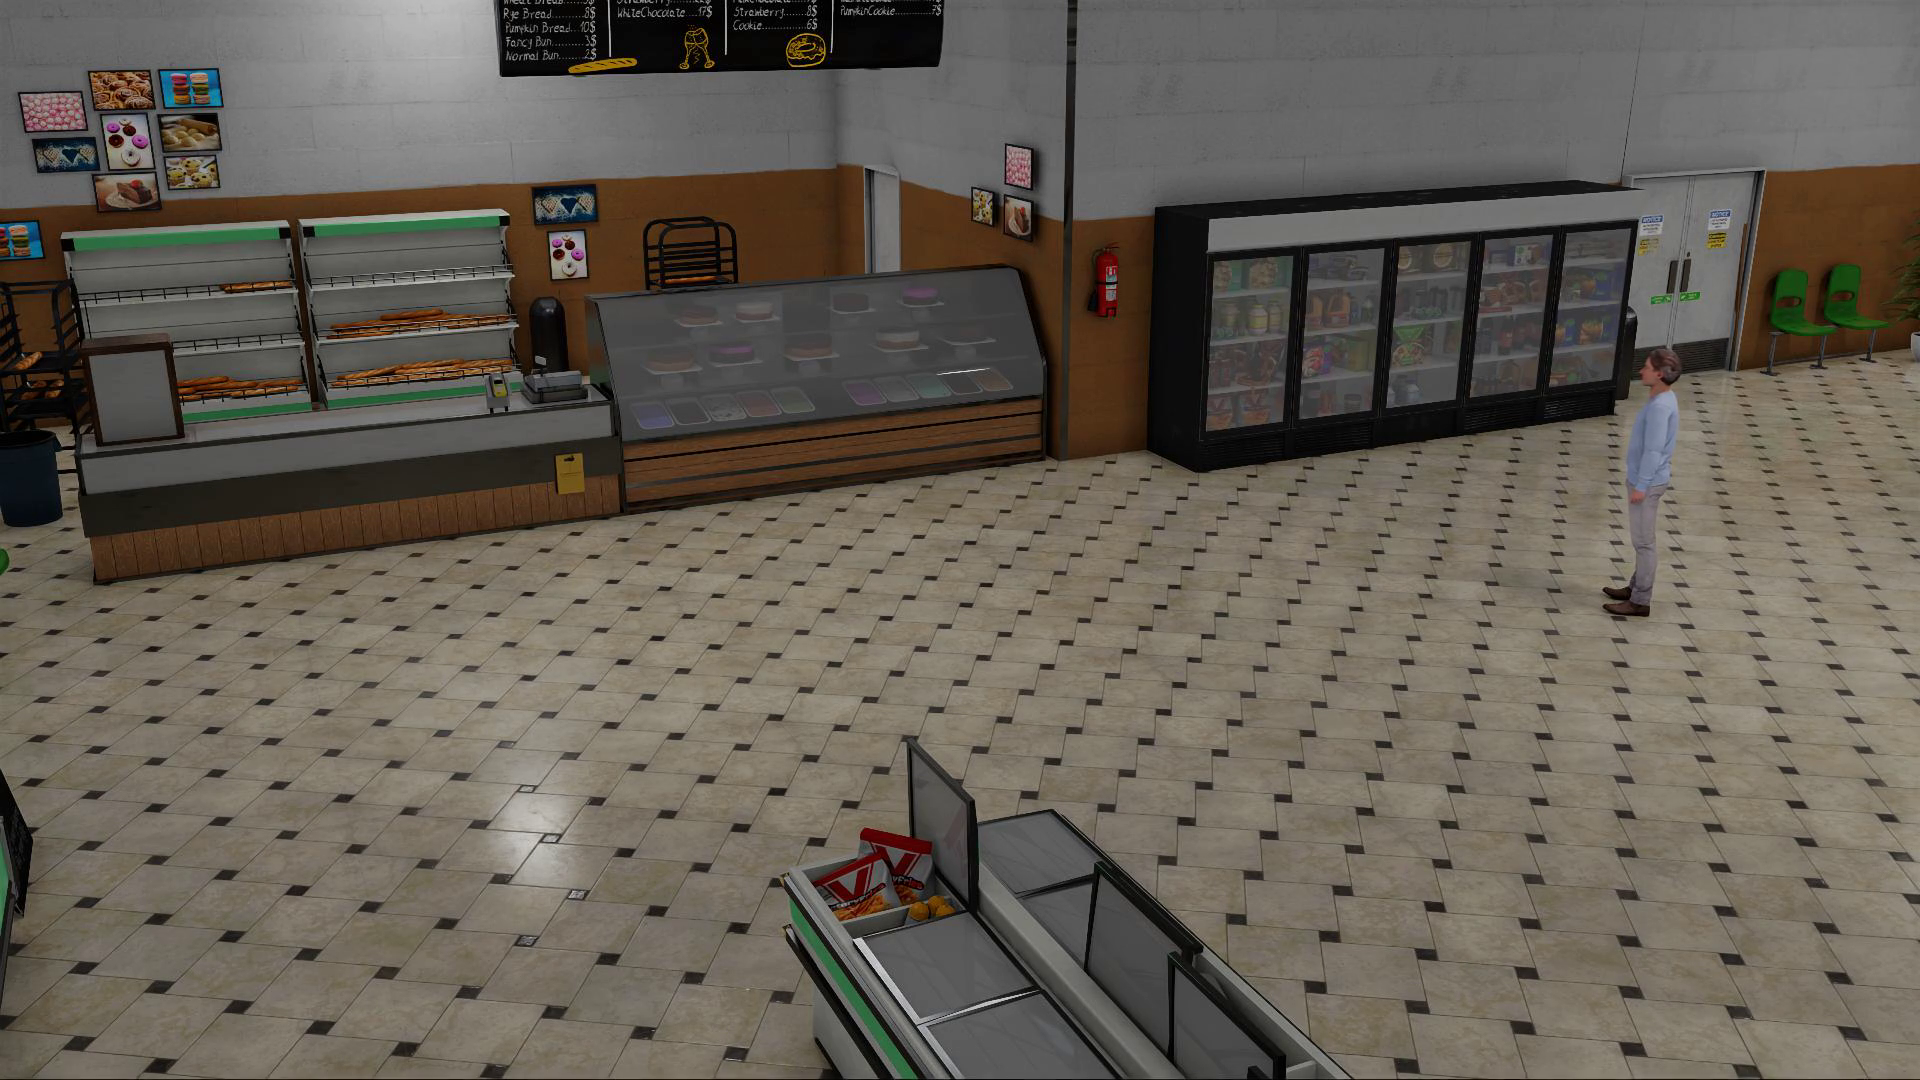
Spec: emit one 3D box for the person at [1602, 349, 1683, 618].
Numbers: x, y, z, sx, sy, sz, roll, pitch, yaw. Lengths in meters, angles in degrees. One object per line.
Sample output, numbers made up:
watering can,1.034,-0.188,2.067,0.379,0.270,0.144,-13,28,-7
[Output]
person,4.808,-0.410,11.629,0.798,1.894,0.752,8,20,22
